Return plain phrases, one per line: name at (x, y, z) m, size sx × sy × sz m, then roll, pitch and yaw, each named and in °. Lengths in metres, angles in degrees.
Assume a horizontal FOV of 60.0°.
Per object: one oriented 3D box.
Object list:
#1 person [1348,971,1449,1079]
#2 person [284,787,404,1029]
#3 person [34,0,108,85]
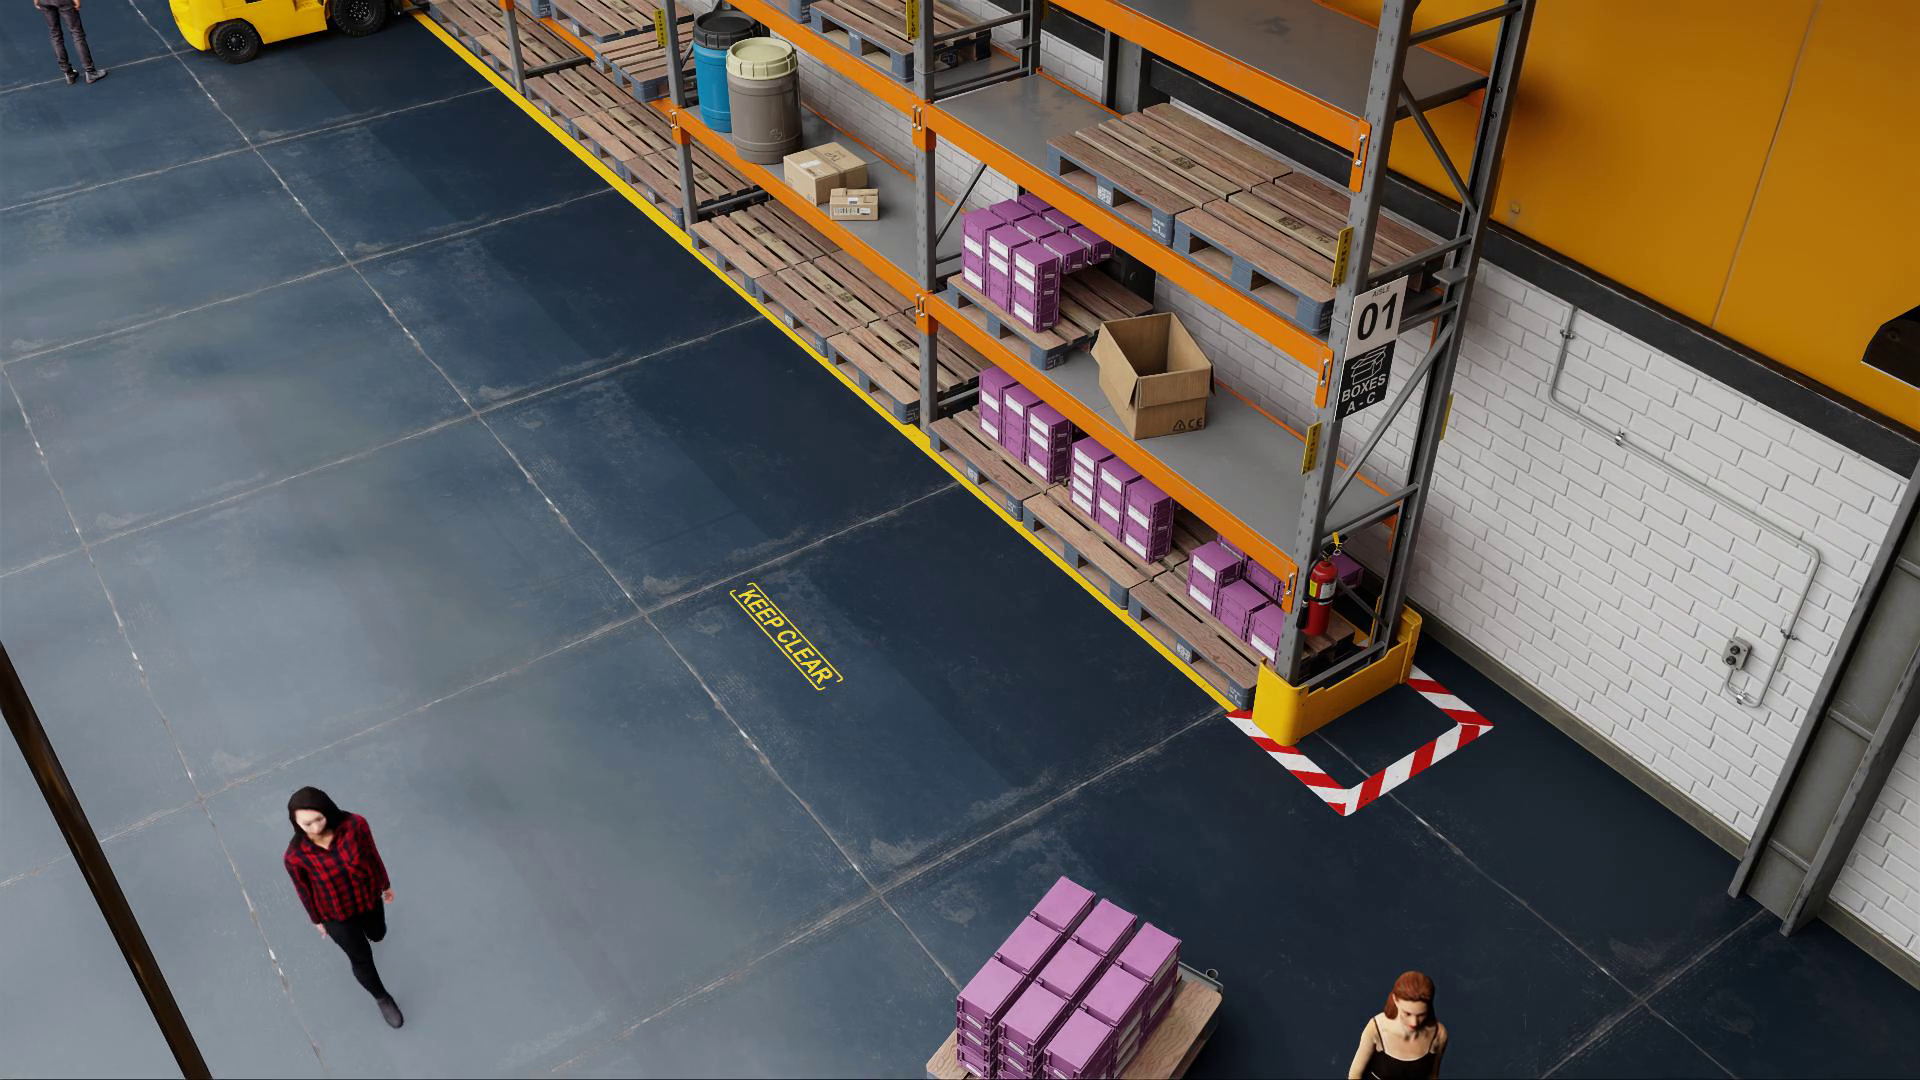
person at (1.980, 2.550, 7.678) m, size 0.674 × 1.625 × 0.718 m, roll 0°, pitch 39°, yaw 0°
person at (-3.186, 1.818, 8.582) m, size 0.667 × 1.642 × 0.940 m, roll -30°, pitch 47°, yaw -32°
person at (-9.827, -5.887, 18.047) m, size 0.723 × 1.870 × 0.734 m, roll -1°, pitch 39°, yaw -1°
